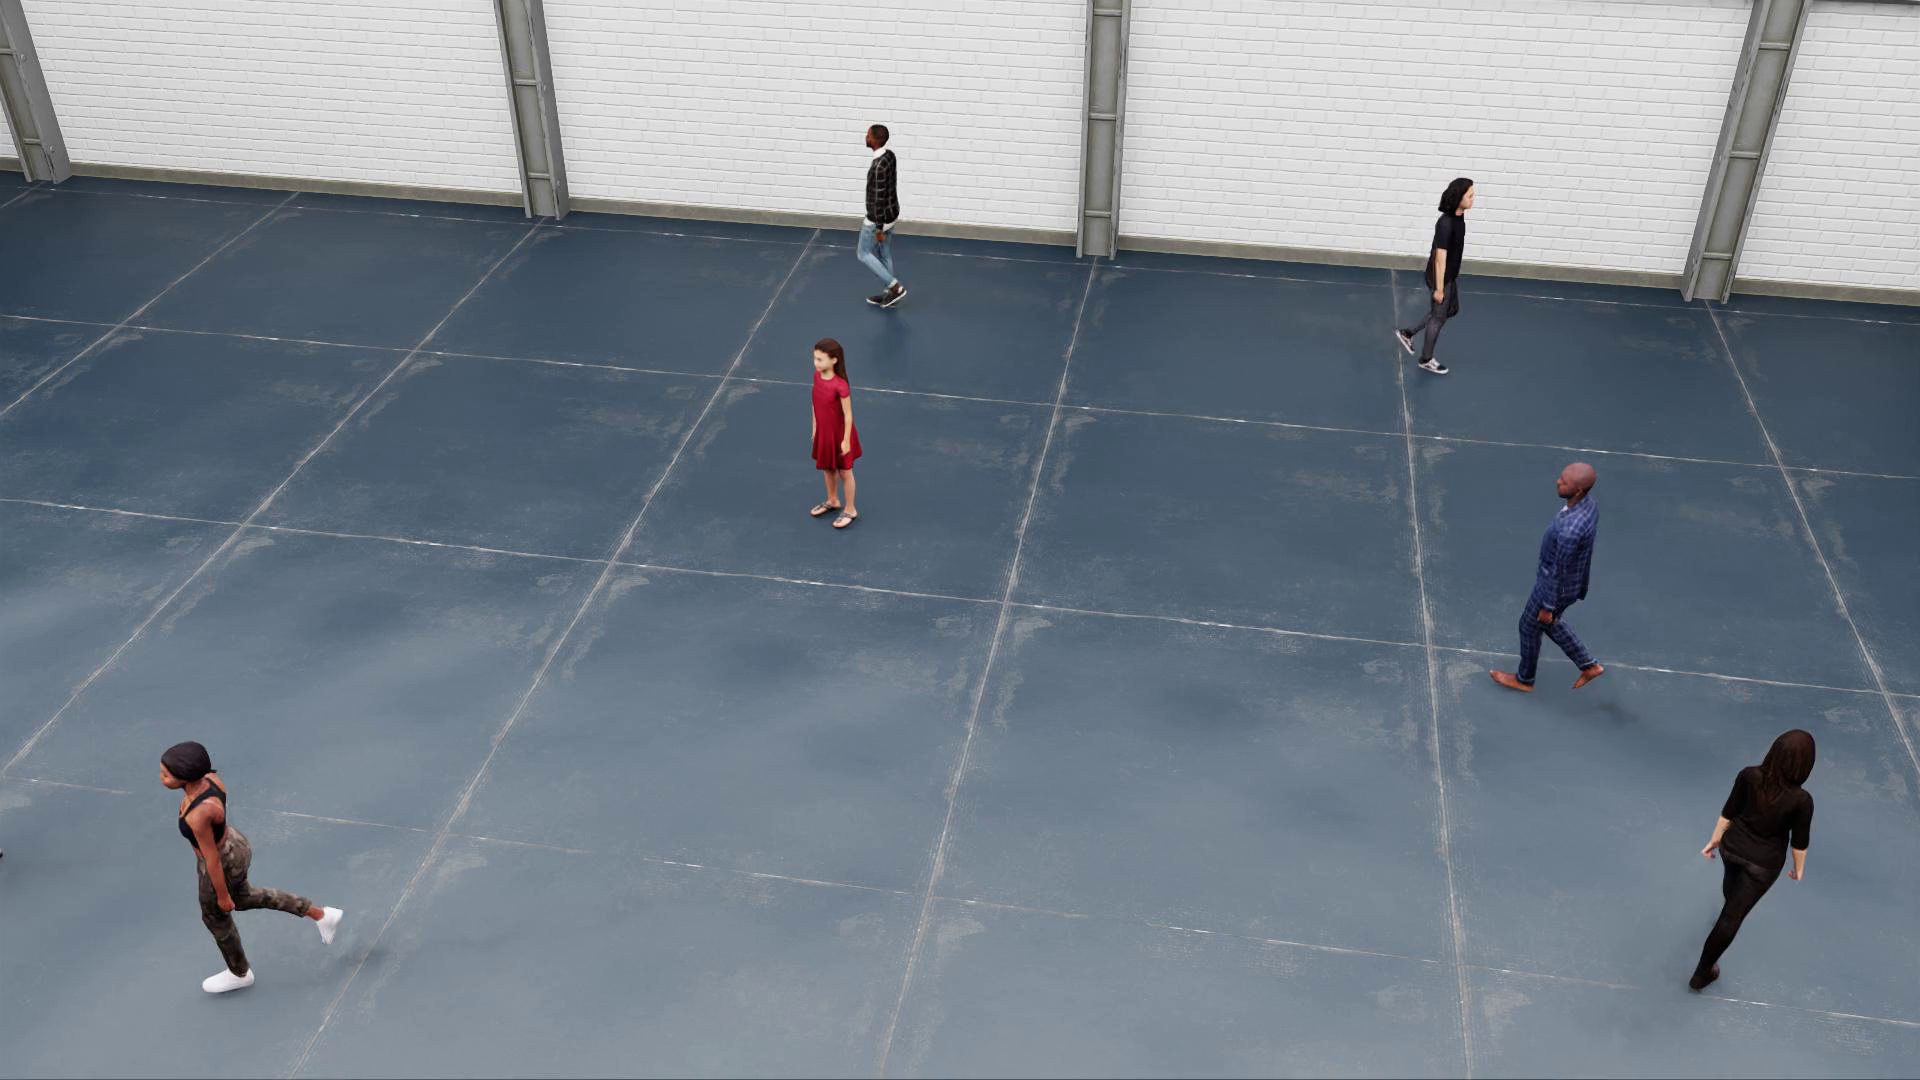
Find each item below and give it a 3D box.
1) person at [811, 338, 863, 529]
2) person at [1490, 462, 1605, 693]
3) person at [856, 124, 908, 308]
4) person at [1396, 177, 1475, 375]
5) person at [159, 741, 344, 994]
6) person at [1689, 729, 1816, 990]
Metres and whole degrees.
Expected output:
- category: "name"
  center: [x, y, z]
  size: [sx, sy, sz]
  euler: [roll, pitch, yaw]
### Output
- category: "person"
  center: [-0.954, -0.833, 12.619]
  size: [0.672, 1.552, 0.733]
  euler: [27, 42, 34]
- category: "person"
  center: [3.934, 0.290, 10.707]
  size: [1.025, 1.798, 0.857]
  euler: [18, 37, 24]
- category: "person"
  center: [-0.658, -3.021, 15.678]
  size: [0.765, 1.809, 0.728]
  euler: [11, 35, 15]
- category: "person"
  center: [4.180, -2.359, 14.669]
  size: [0.841, 1.823, 0.756]
  euler: [15, 37, 22]
- category: "person"
  center: [-3.746, 1.703, 8.692]
  size: [1.088, 1.676, 0.860]
  euler: [-8, 34, -12]
- category: "person"
  center: [4.115, 1.713, 8.742]
  size: [1.068, 1.604, 1.042]
  euler: [-25, 41, -32]
